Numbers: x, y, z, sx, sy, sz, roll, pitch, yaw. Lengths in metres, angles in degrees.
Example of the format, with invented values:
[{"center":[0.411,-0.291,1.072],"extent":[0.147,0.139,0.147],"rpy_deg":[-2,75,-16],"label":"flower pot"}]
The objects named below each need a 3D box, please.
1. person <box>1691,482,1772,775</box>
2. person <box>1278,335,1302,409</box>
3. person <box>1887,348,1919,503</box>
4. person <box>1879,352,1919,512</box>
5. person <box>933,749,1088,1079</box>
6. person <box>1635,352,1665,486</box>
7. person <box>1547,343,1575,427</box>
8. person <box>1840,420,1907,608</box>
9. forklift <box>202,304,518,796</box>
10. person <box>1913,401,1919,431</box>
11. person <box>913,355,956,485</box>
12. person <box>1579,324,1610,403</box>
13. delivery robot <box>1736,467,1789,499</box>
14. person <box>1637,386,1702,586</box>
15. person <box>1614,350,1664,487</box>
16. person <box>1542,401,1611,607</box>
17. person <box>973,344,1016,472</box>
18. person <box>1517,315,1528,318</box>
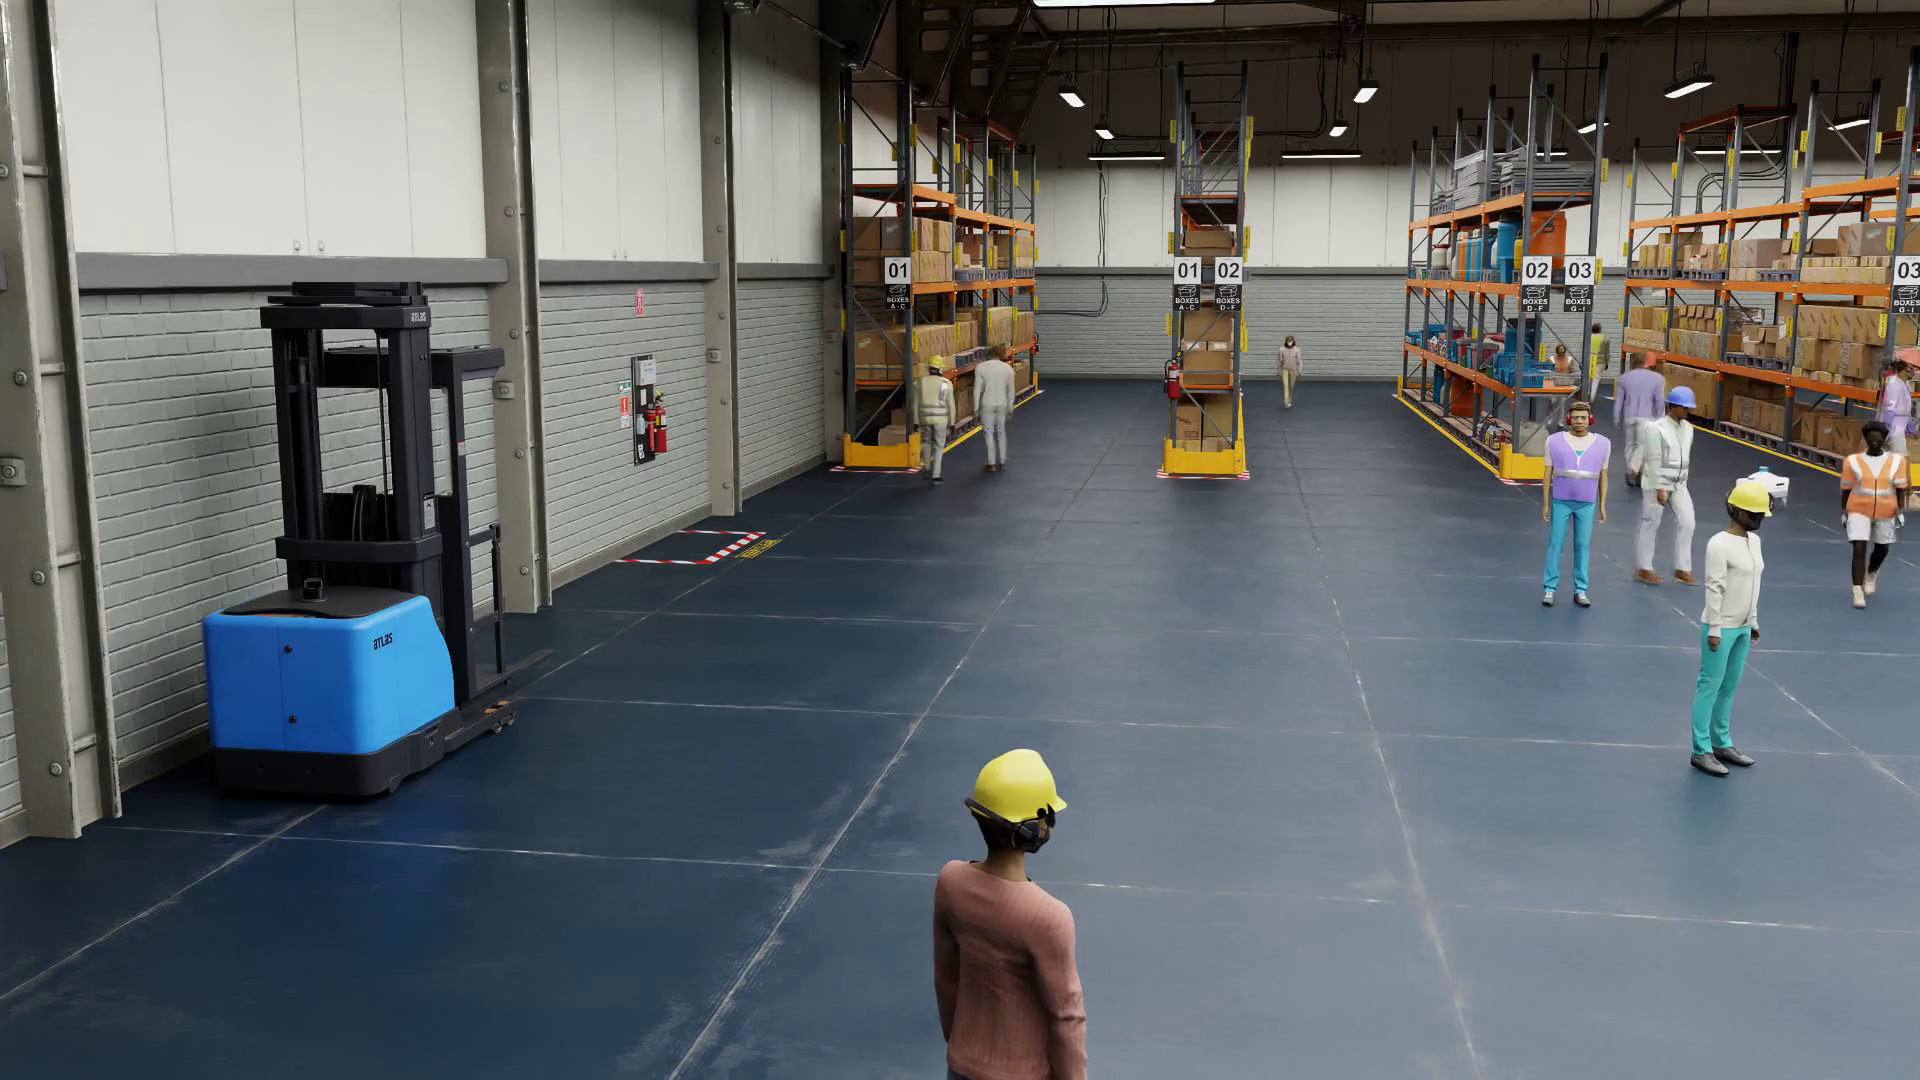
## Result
[{"center":[4.668,0.520,10.031],"extent":[0.522,1.760,0.330],"rpy_deg":[-7,12,-37],"label":"person"},{"center":[7.265,-3.722,36.686],"extent":[0.510,1.597,0.832],"rpy_deg":[1,9,4],"label":"person"},{"center":[12.125,-1.498,21.724],"extent":[0.748,2.017,0.614],"rpy_deg":[4,10,24],"label":"person"},{"center":[11.841,-1.355,20.910],"extent":[1.006,1.975,0.616],"rpy_deg":[5,11,30],"label":"person"},{"center":[0.141,1.421,4.445],"extent":[0.310,1.769,0.525],"rpy_deg":[-8,12,-42],"label":"person"},{"center":[9.825,-1.728,23.512],"extent":[0.866,1.894,0.572],"rpy_deg":[-2,9,-13],"label":"person"},{"center":[11.580,-2.990,32.091],"extent":[0.530,1.628,0.361],"rpy_deg":[1,9,8],"label":"person"},{"center":[8.263,-0.262,15.097],"extent":[0.531,1.673,0.761],"rpy_deg":[3,10,19],"label":"person"},{"center":[-3.673,-0.038,10.147],"extent":[1.129,2.768,1.873],"rpy_deg":[1,9,9],"label":"forklift"},{"center":[16.667,-2.435,28.636],"extent":[0.501,1.633,0.289],"rpy_deg":[1,9,6],"label":"person"},{"center":[-0.338,-1.701,23.517],"extent":[0.620,1.818,0.480],"rpy_deg":[3,10,19],"label":"person"},{"center":[14.557,-4.061,38.165],"extent":[0.635,1.785,1.007],"rpy_deg":[4,10,23],"label":"person"},{"center":[10.117,-0.680,20.972],"extent":[0.707,0.478,0.477],"rpy_deg":[-6,11,-33],"label":"delivery robot"},{"center":[6.798,-0.500,15.829],"extent":[0.600,1.911,0.765],"rpy_deg":[-3,10,-20],"label":"person"},{"center":[9.483,-1.703,23.289],"extent":[0.640,1.912,0.922],"rpy_deg":[6,11,35],"label":"person"},{"center":[5.545,-0.333,15.011],"extent":[0.564,1.847,0.396],"rpy_deg":[2,9,13],"label":"person"},{"center":[0.521,-1.978,25.045],"extent":[0.664,1.914,0.344],"rpy_deg":[-3,10,-17],"label":"person"},{"center":[13.641,-4.515,40.385],"extent":[0.616,1.986,0.407],"rpy_deg":[-4,10,-21],"label":"person"}]
